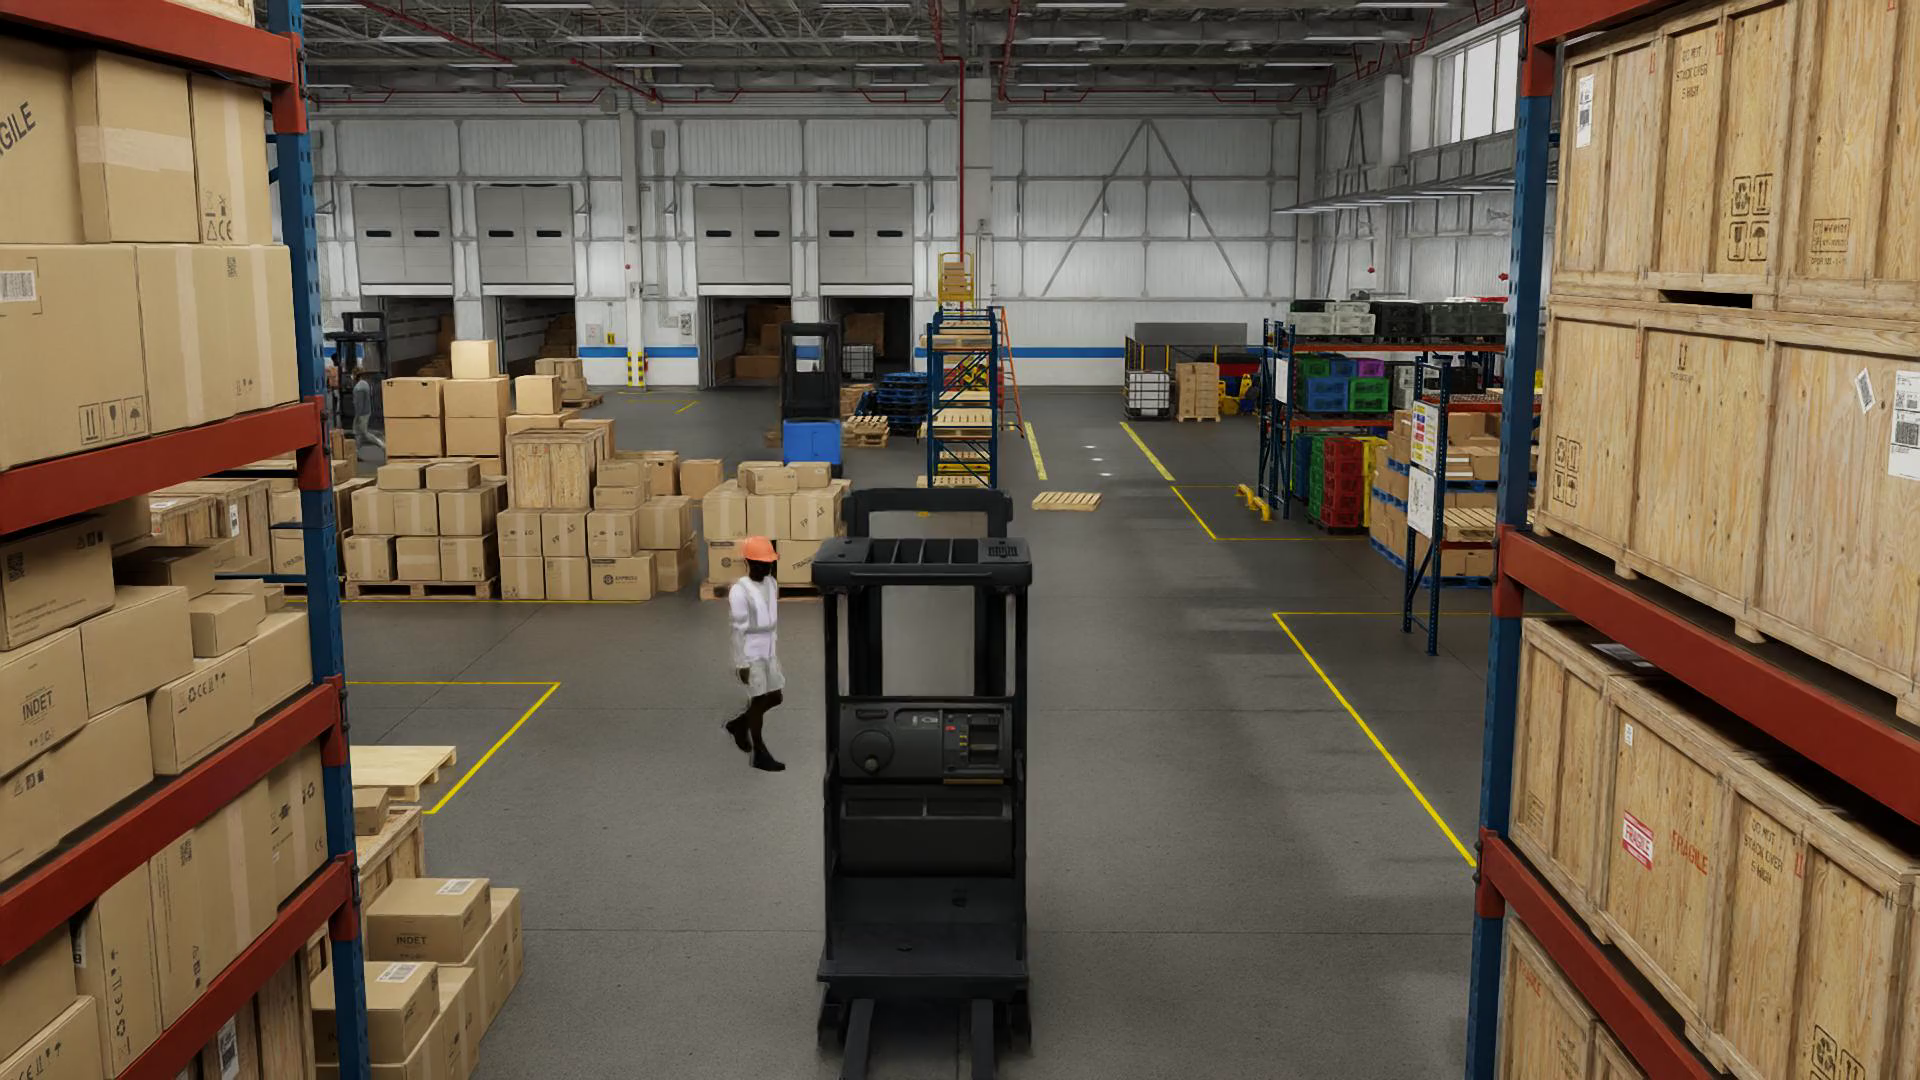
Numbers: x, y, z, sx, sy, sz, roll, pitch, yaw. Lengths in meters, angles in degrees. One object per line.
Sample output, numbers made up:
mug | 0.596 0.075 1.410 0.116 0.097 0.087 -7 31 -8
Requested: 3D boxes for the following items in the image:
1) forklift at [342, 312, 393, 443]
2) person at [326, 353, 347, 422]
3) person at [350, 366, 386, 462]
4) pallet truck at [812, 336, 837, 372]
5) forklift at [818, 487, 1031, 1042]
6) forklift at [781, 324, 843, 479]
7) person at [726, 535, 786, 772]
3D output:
forklift | -12.964 -3.605 36.499 1.129 2.768 1.873 0 10 1
person | -15.137 -3.702 40.528 0.537 1.681 0.498 -8 12 -38
person | -11.695 -2.471 32.748 0.797 1.921 0.634 -3 10 -15
pallet truck | -3.021 -4.312 43.126 1.885 1.965 0.823 3 10 17
forklift | -0.177 1.101 9.352 1.129 2.768 1.873 0 10 1
forklift | -2.741 -2.587 30.628 1.129 2.768 1.873 -1 10 -6
person | -1.665 0.892 13.331 0.565 1.917 0.550 6 12 32
